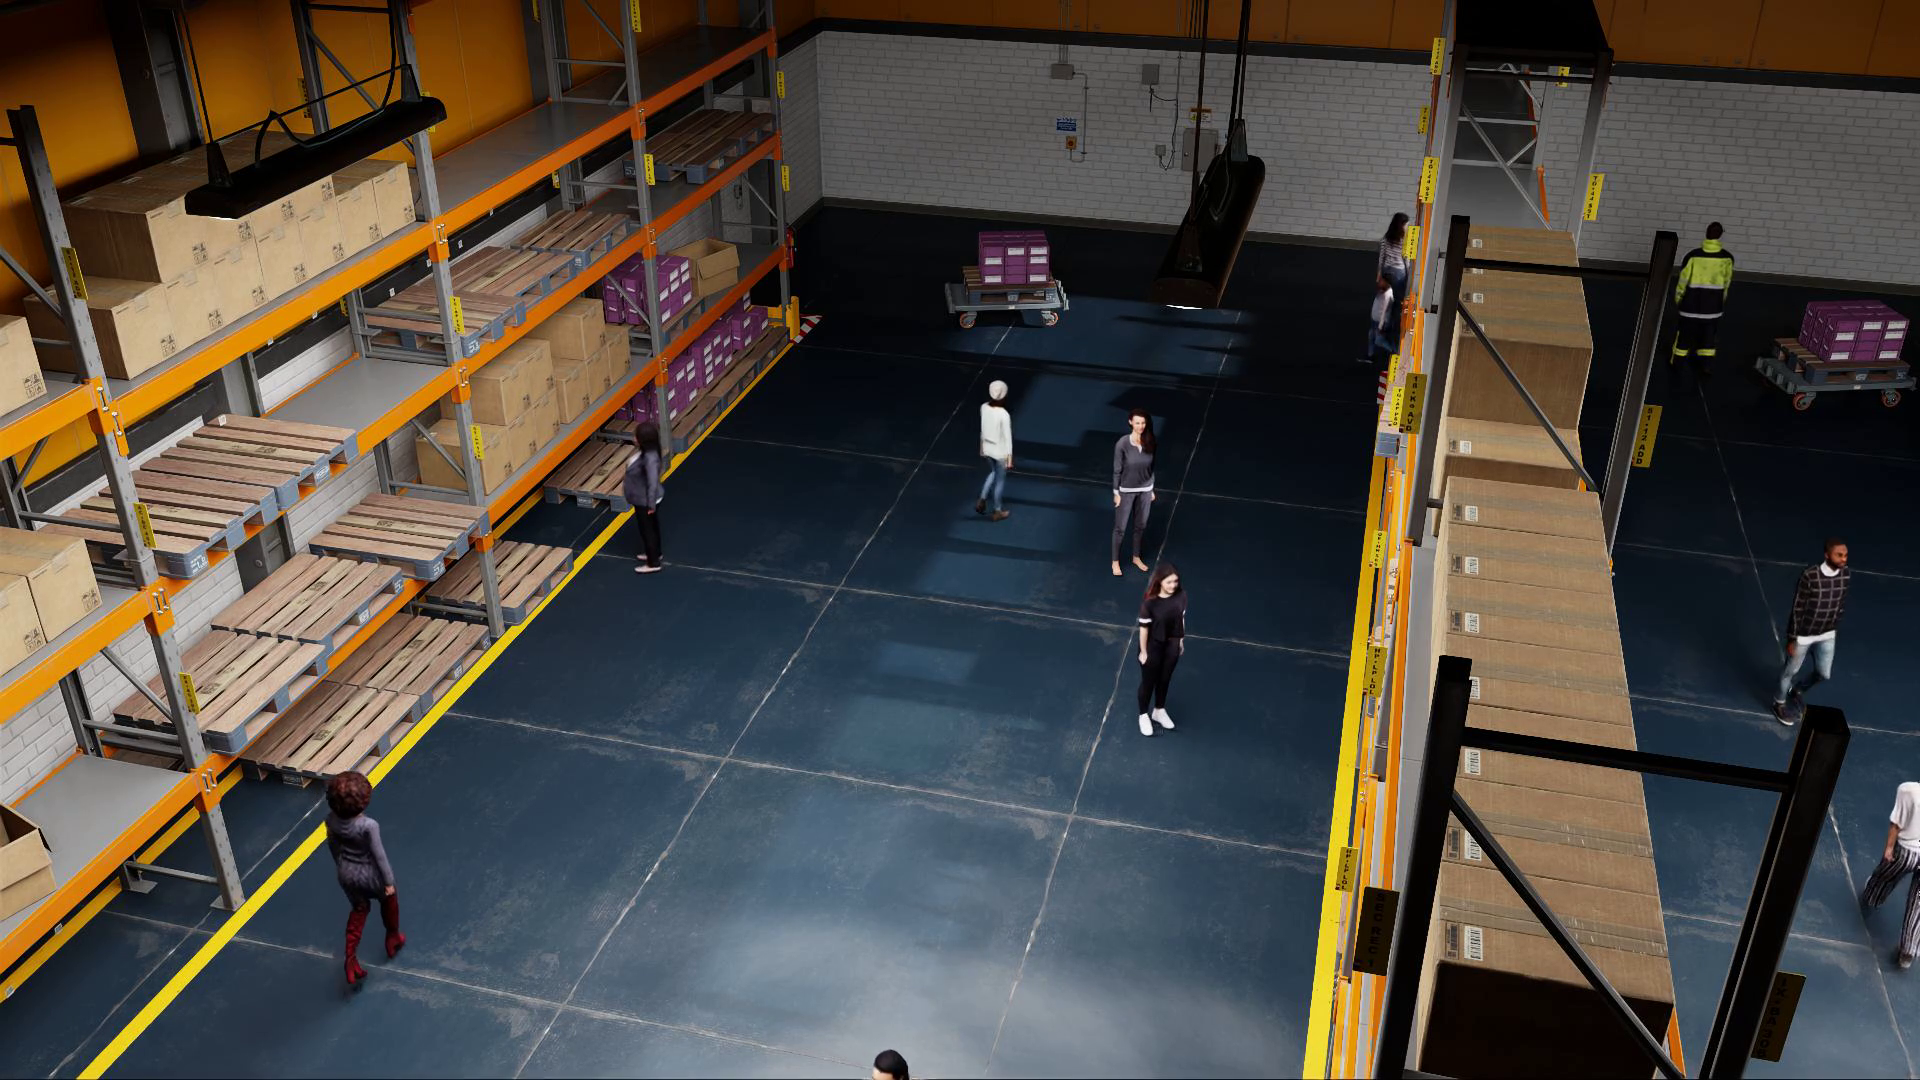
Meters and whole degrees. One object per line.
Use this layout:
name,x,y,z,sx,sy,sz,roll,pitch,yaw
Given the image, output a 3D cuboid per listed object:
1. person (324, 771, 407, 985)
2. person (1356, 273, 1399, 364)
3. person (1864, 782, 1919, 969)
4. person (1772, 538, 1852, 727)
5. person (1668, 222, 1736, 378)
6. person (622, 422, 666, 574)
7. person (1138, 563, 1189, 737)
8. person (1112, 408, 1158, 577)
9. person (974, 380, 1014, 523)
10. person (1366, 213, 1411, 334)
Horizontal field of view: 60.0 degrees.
person,-4.154,2.369,11.480,0.633,1.673,0.864,7,29,13
person,5.496,-2.840,21.475,0.530,1.245,0.730,7,29,13
person,6.795,2.257,11.733,0.761,1.626,1.162,11,30,19
person,7.271,0.739,14.327,0.761,1.808,0.769,-2,29,-4
person,9.428,-3.058,21.094,0.789,1.993,0.817,3,29,6
person,-3.125,-0.458,16.745,0.837,1.594,0.738,-4,29,-7
person,1.716,0.902,14.204,0.714,1.639,0.764,-13,31,-22
person,1.732,-0.501,16.643,0.690,1.767,0.707,-9,30,-17
person,0.329,-0.911,17.534,0.826,1.633,0.752,-25,37,-38
person,5.710,-3.413,22.012,1.127,1.736,0.988,-25,37,-38
